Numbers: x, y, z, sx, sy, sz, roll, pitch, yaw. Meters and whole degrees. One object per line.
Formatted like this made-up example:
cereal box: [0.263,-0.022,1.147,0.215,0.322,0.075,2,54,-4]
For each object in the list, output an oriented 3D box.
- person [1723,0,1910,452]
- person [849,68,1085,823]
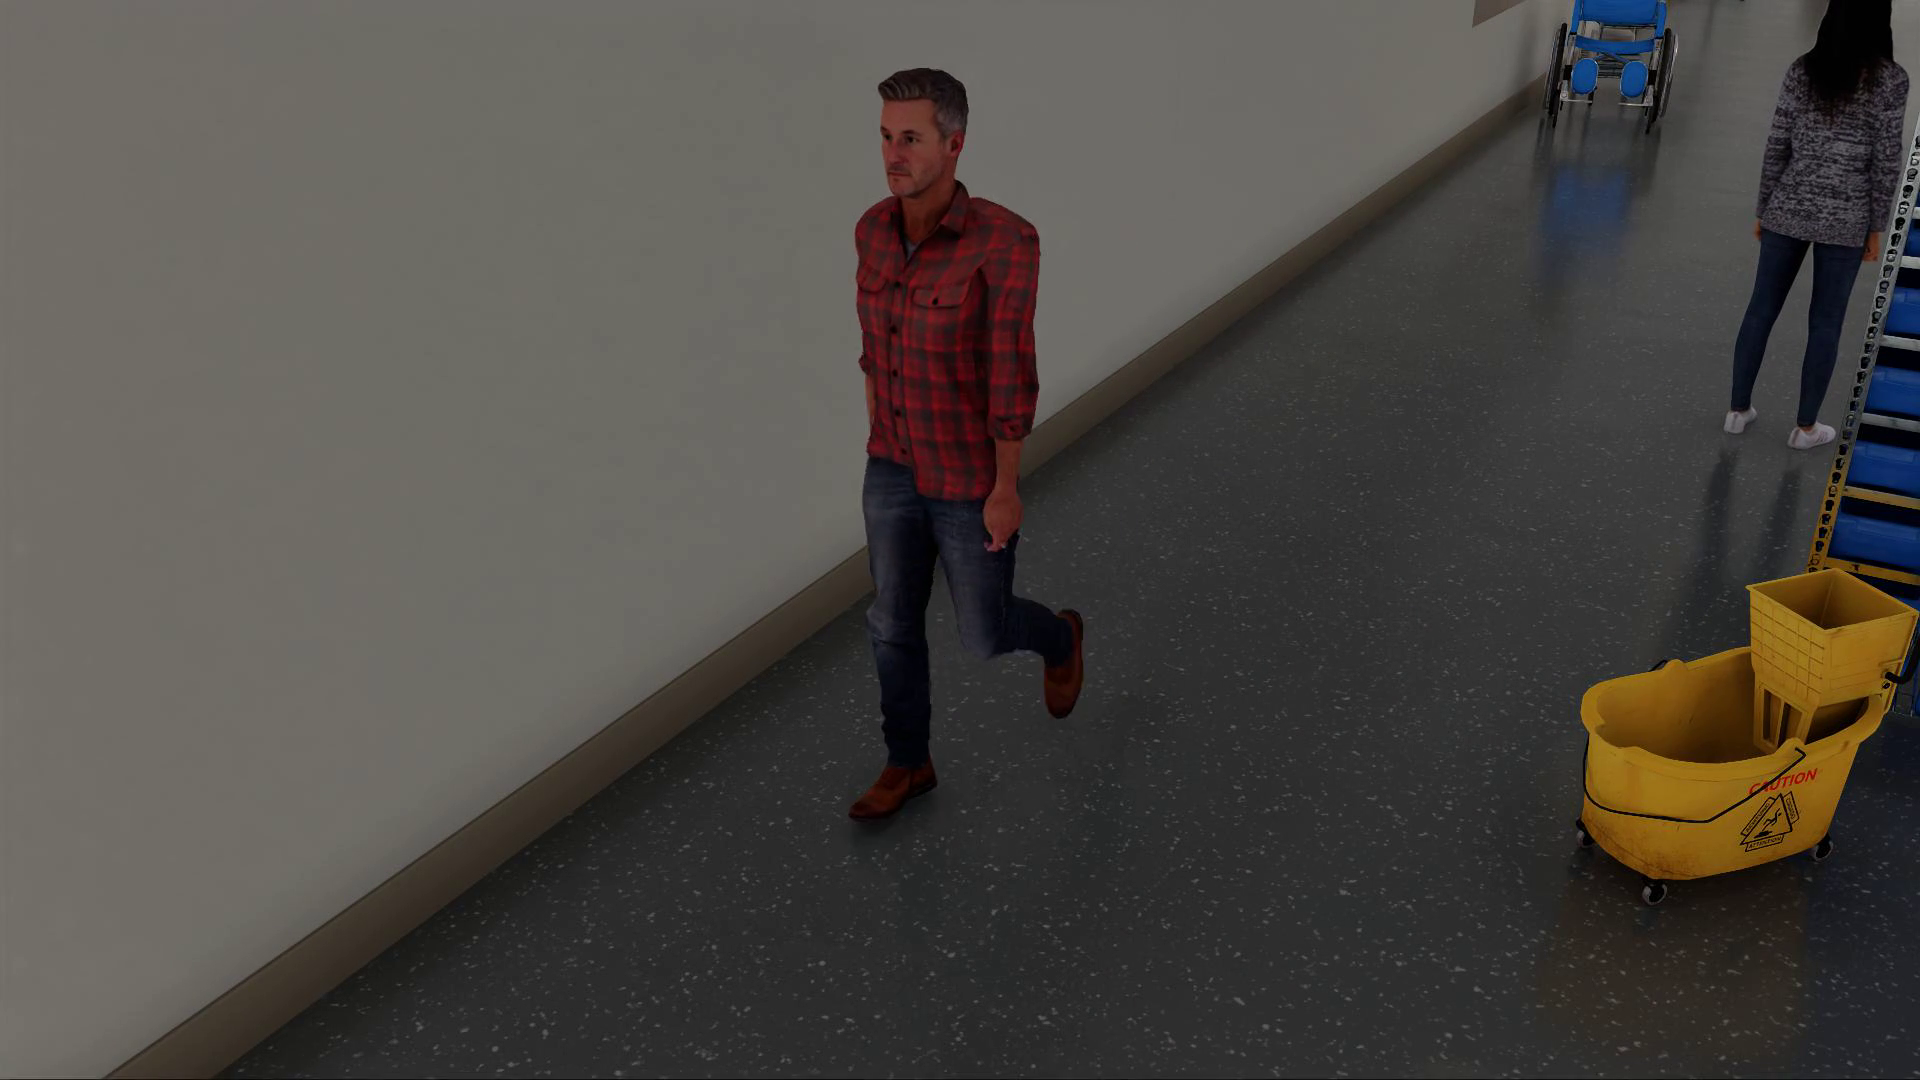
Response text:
person: [3.172,-1.201,6.156,0.723,1.732,0.550,-23,34,-39]
person: [0.021,-0.203,3.995,0.991,1.814,0.854,20,32,35]
